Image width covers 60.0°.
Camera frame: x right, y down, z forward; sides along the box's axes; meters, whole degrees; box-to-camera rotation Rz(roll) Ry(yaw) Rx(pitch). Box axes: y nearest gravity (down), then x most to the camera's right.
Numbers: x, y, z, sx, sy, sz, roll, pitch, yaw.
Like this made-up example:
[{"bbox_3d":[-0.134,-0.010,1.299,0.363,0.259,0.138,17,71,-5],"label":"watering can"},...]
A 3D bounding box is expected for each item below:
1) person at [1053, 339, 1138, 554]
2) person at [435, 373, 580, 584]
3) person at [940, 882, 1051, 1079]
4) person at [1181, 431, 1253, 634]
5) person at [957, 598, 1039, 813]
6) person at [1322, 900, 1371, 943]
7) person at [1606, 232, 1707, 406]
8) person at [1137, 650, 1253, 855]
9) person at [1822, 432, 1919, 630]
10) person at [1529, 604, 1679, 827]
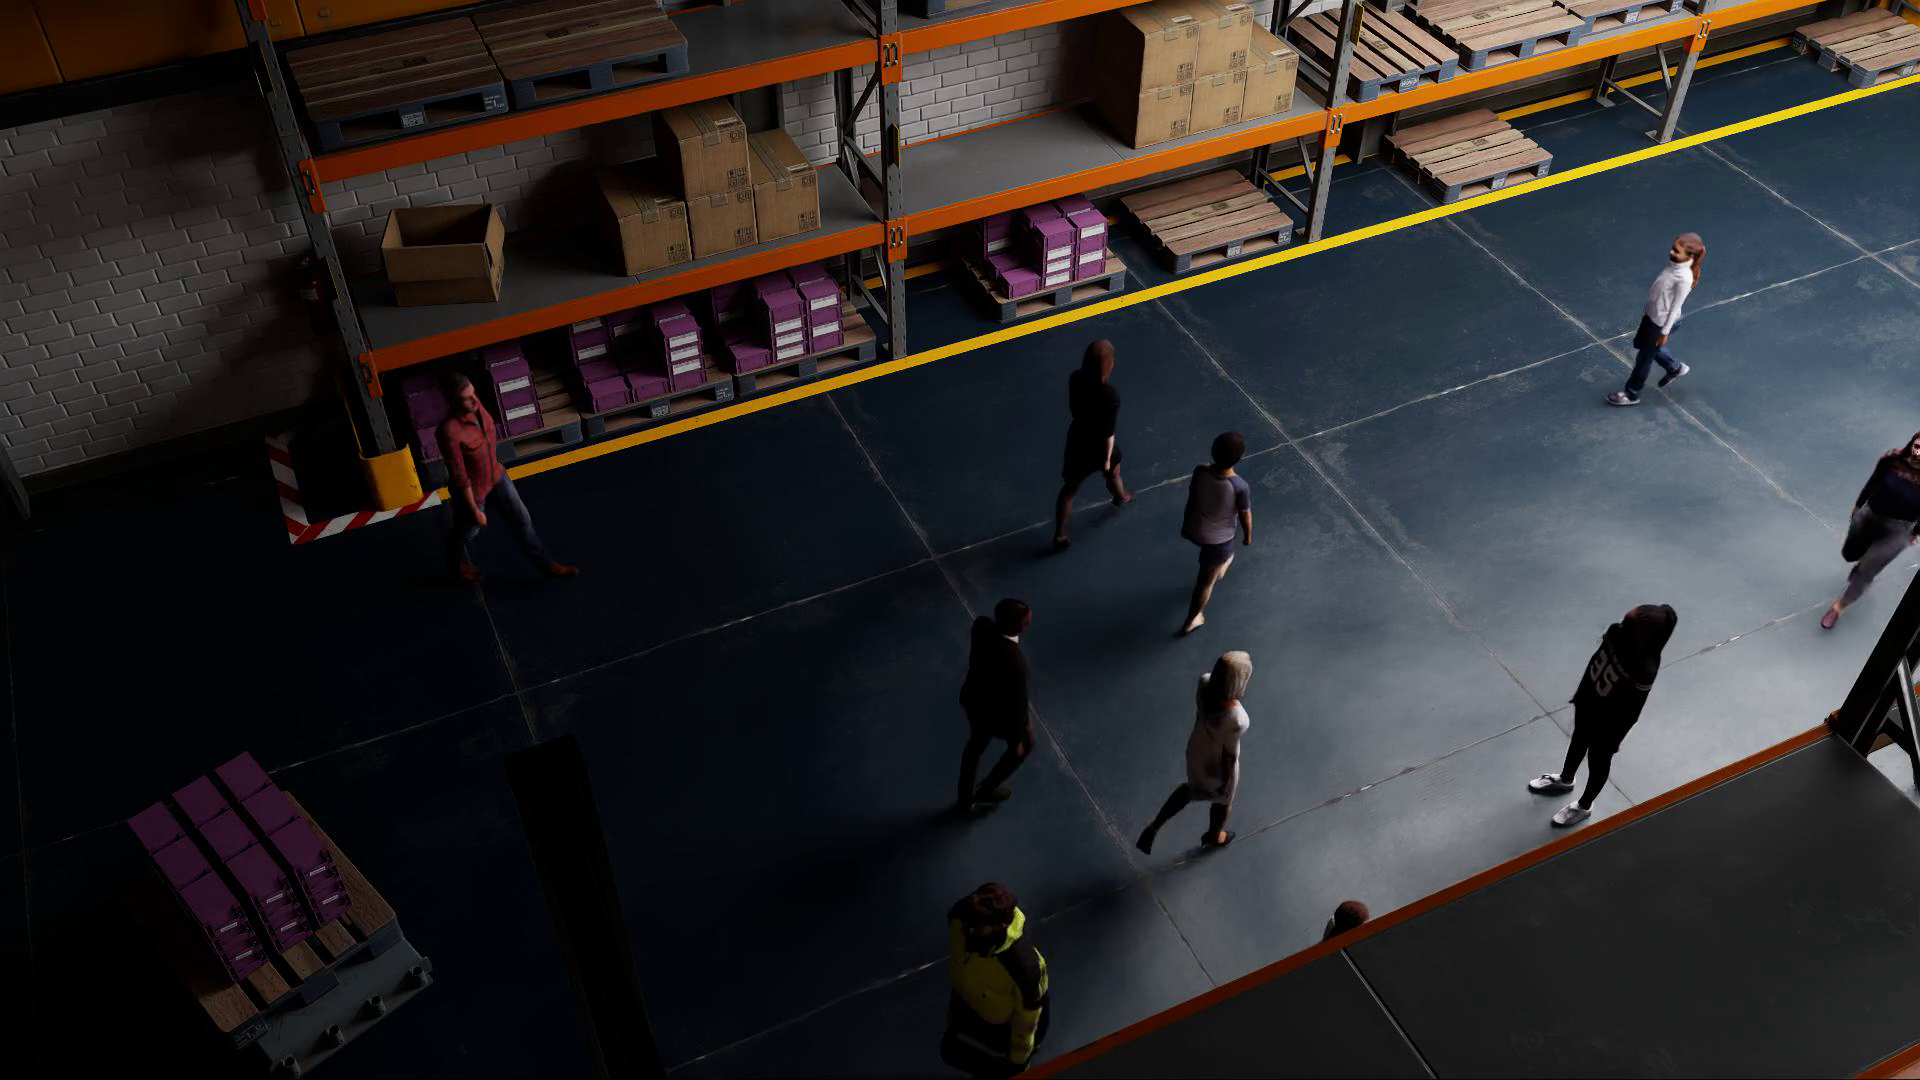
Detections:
[{"bbox_3d":[0.832,-0.590,11.357,0.869,1.663,1.139,33,53,30],"label":"person"},{"bbox_3d":[-3.284,-0.368,11.040,1.306,1.778,1.197,11,45,11],"label":"person"},{"bbox_3d":[0.244,2.224,8.186,0.872,1.962,0.820,33,53,30],"label":"person"},{"bbox_3d":[1.612,-0.022,10.861,0.835,1.524,1.067,30,51,28],"label":"person"},{"bbox_3d":[0.160,1.029,9.571,0.741,1.782,0.830,-30,51,-27],"label":"person"},{"bbox_3d":[1.961,2.260,8.847,0.694,0.999,0.481,-25,49,-24],"label":"person"},{"bbox_3d":[5.382,-1.667,12.572,0.901,1.547,0.747,2,44,2],"label":"person"},{"bbox_3d":[1.355,1.261,9.369,0.921,1.726,0.622,-20,47,-20],"label":"person"},{"bbox_3d":[6.093,-0.117,10.911,0.972,1.592,0.766,-33,53,-30],"label":"person"},{"bbox_3d":[3.738,0.994,9.647,0.645,1.728,0.660,-9,44,-9],"label":"person"}]
